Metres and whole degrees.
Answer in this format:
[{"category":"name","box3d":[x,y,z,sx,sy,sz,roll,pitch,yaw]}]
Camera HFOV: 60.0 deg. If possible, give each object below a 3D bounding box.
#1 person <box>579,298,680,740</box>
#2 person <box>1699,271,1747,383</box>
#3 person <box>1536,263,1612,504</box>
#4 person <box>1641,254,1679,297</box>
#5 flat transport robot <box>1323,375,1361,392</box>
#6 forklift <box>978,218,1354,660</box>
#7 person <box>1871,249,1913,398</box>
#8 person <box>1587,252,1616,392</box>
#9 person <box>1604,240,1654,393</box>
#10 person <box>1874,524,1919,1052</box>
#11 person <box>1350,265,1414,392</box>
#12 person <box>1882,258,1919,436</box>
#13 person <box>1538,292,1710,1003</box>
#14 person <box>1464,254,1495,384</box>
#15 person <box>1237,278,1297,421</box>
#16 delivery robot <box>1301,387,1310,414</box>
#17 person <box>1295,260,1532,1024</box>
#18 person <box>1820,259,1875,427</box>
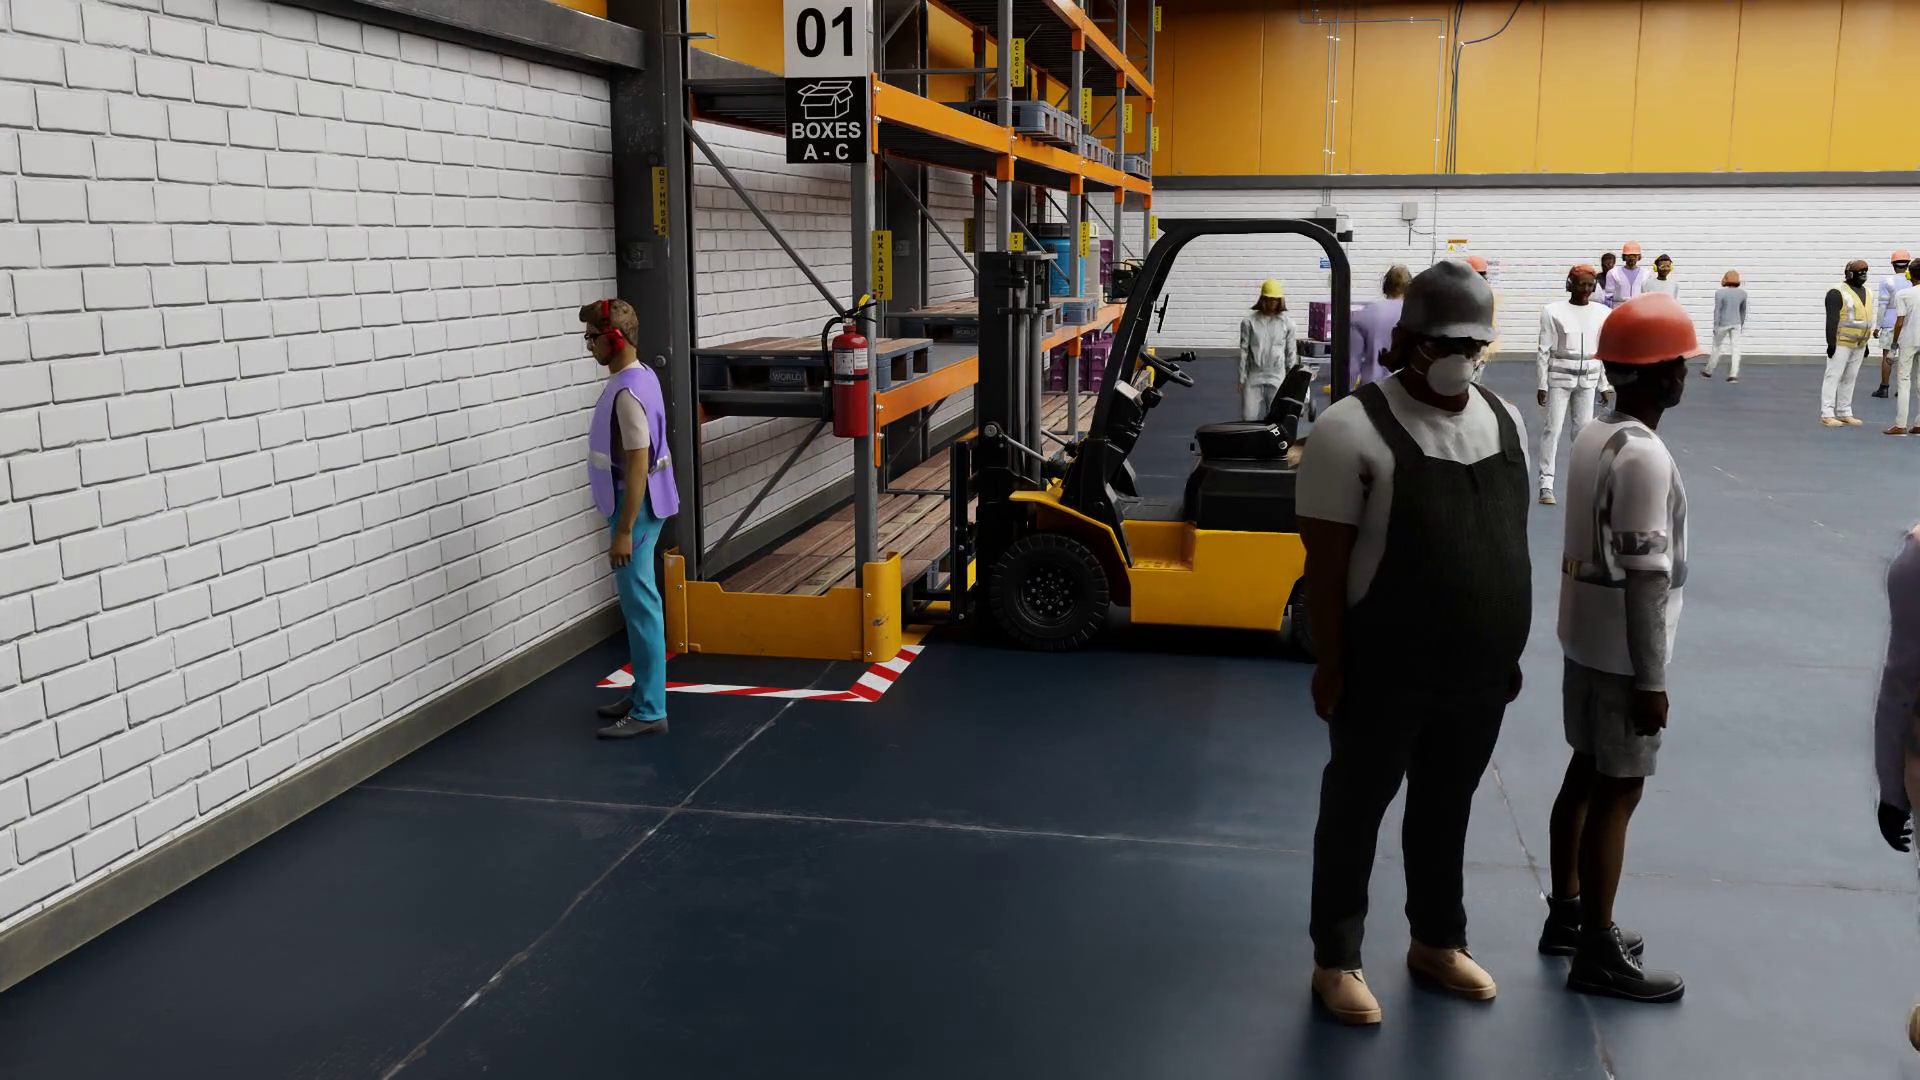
[{"category":"person","box3d":[-1.370,-0.087,6.978,0.389,1.837,0.563,-2,10,-9]},{"category":"person","box3d":[11.106,-3.099,24.125,0.529,1.590,0.817,-1,10,-5]},{"category":"person","box3d":[4.804,-1.214,13.036,0.572,1.884,0.356,0,10,-1]},{"category":"person","box3d":[8.879,-2.691,21.163,0.517,1.874,0.327,0,10,-3]},{"category":"flat transport robot","box3d":[5.538,-2.107,22.347,0.652,0.197,1.431,9,14,41]},{"category":"forklift","box3d":[1.285,-0.567,8.635,2.313,2.155,1.214,2,11,11]},{"category":"person","box3d":[12.178,-2.806,21.642,0.543,1.928,0.374,1,10,5]},{"category":"person","box3d":[8.773,-2.986,22.737,0.603,1.890,0.899,6,12,29]},{"category":"person","box3d":[8.944,-2.981,22.281,0.609,2.044,0.396,2,10,9]},{"category":"person","box3d":[2.365,0.540,3.714,0.637,1.797,0.836,3,11,18]},{"category":"person","box3d":[3.217,-1.097,12.403,0.622,1.873,1.041,7,13,34]},{"category":"person","box3d":[10.015,-2.019,17.503,0.519,1.865,0.335,-1,10,-4]},{"category":"person","box3d":[1.846,0.294,4.607,0.349,1.940,0.551,1,10,3]},{"category":"person","box3d":[5.191,-1.882,16.613,0.576,1.922,0.544,7,13,35]},{"category":"person","box3d":[2.678,-1.411,14.498,0.509,1.728,0.391,2,10,9]},{"category":"delivery robot","box3d":[3.807,-1.694,19.031,0.477,0.478,0.707,1,11,7]},{"category":"person","box3d":[1.257,0.275,4.439,0.687,2.000,0.535,-4,11,-21]},{"category":"person","box3d":[9.838,-2.173,18.405,0.624,1.844,0.430,-4,11,-23]}]
